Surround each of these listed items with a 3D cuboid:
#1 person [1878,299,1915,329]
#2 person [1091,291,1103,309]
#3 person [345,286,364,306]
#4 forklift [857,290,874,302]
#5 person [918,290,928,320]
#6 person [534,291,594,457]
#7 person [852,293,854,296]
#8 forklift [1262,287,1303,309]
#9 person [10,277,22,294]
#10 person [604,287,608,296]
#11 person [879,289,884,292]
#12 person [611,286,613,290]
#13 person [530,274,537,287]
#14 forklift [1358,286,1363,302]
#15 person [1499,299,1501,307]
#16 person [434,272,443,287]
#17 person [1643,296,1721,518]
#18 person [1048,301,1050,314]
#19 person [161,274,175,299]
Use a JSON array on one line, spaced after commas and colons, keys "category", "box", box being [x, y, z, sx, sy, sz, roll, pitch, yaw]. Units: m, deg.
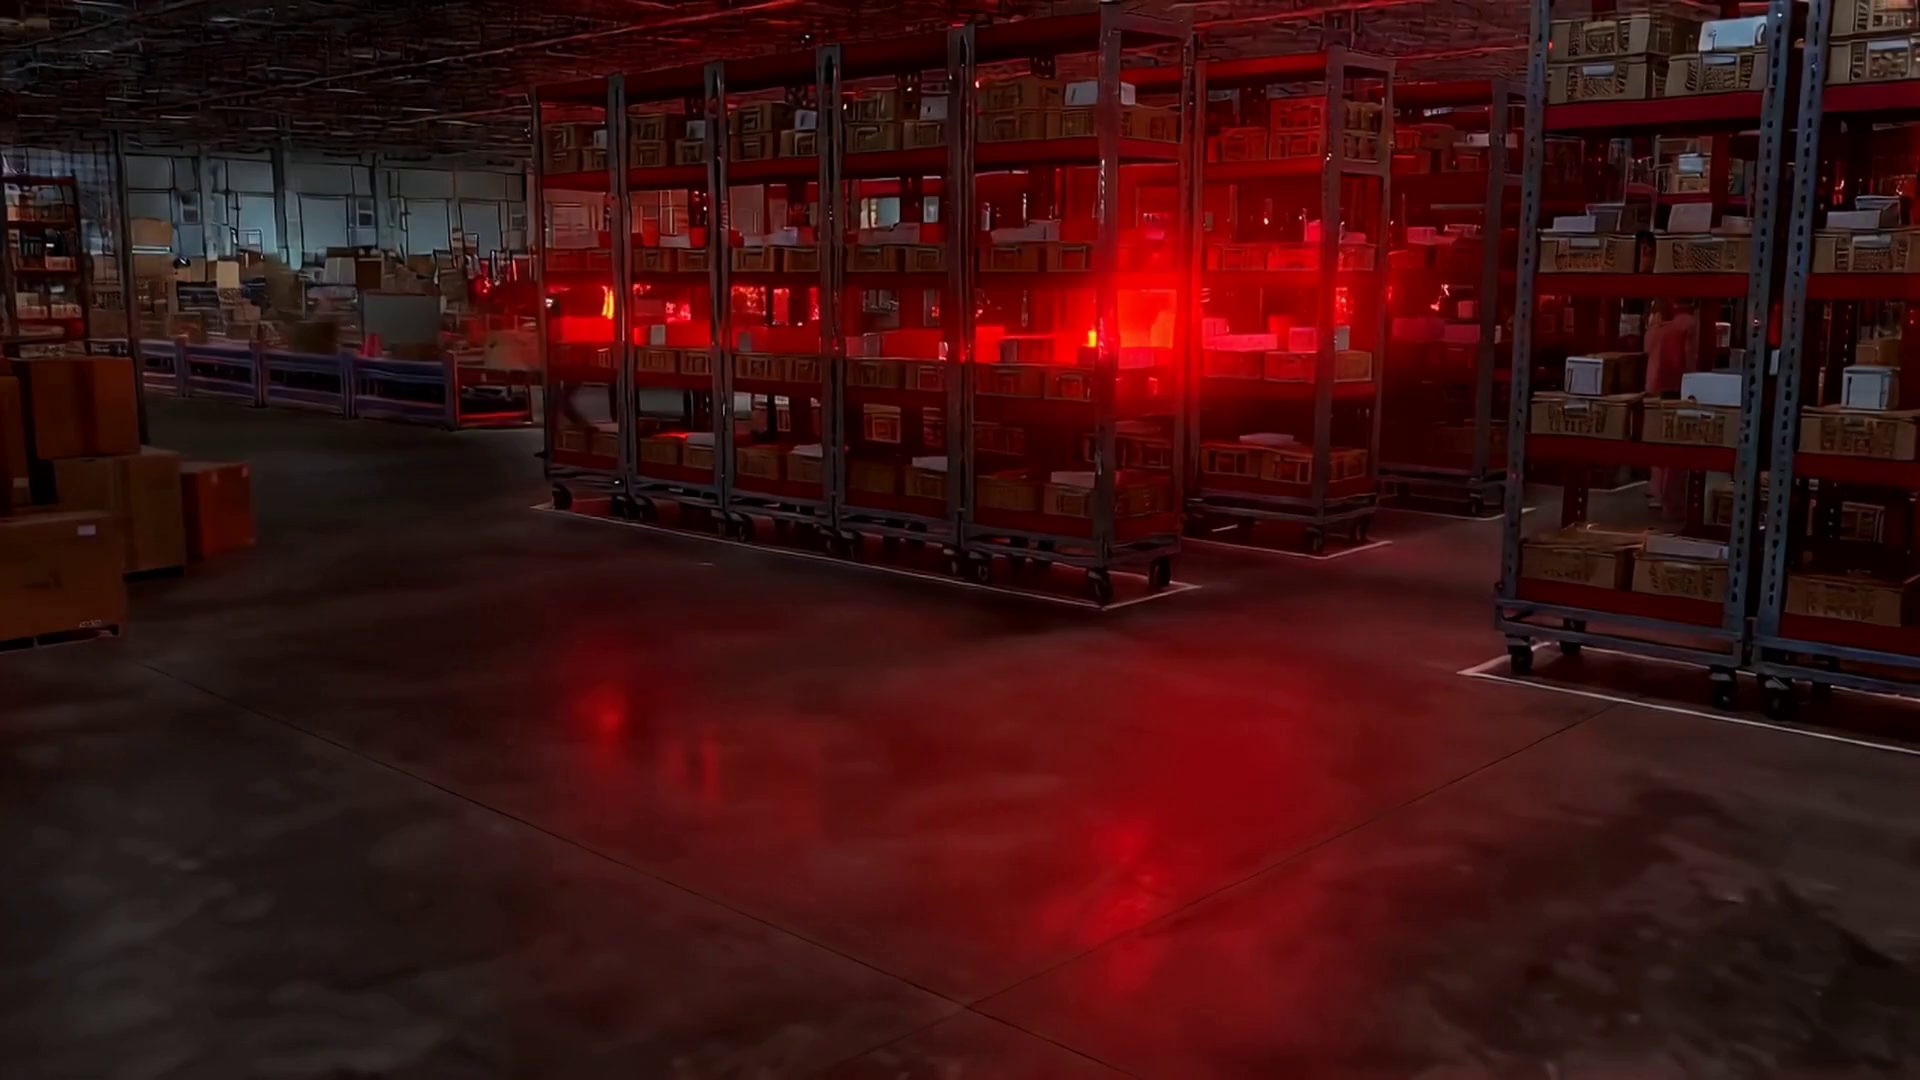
[{"category": "person", "box": [10.191, -1.861, 17.917, 0.607, 2.044, 0.377, 8, 12, 39]}, {"category": "person", "box": [4.332, -7.270, 51.576, 0.680, 1.873, 0.862, -9, 13, -43]}, {"category": "person", "box": [-19.466, -7.609, 53.395, 0.639, 1.968, 0.744, 1, 9, 4]}, {"category": "forklift", "box": [-4.816, -11.506, 74.489, 1.873, 2.768, 1.129, 9, 13, 43]}, {"category": "person", "box": [-1.023, -5.626, 41.705, 0.403, 1.817, 0.601, -4, 10, -24]}, {"category": "person", "box": [-4.368, -1.835, 18.404, 0.706, 1.826, 0.582, -7, 12, -38]}, {"category": "person", "box": [-4.517, -10.253, 70.637, 0.411, 1.619, 0.530, -8, 12, -42]}, {"category": "forklift", "box": [10.769, -8.203, 54.240, 1.129, 2.768, 1.873, 8, 12, 42]}, {"category": "person", "box": [-37.088, -9.514, 65.410, 0.583, 1.861, 0.790, -2, 9, -12]}, {"category": "person", "box": [-13.444, -9.191, 63.984, 0.659, 1.682, 0.340, 1, 9, 8]}, {"category": "person", "box": [-3.657, -11.264, 75.890, 0.372, 1.939, 0.631, -1, 9, -7]}, {"category": "person", "box": [-12.745, -8.914, 61.195, 0.472, 2.031, 0.632, -8, 13, -42]}, {"category": "person", "box": [-20.782, -11.996, 80.811, 0.998, 1.817, 0.575, 8, 12, 39]}, {"category": "forklift", "box": [11.100, -7.017, 46.970, 1.873, 2.768, 1.129, 9, 13, 43]}, {"category": "person", "box": [10.637, -4.066, 32.136, 0.616, 1.815, 0.480, 9, 13, 44]}, {"category": "person", "box": [-19.453, -9.041, 62.261, 0.356, 1.937, 0.552, -8, 12, -39]}, {"category": "person", "box": [5.985, -1.172, 13.853, 0.609, 1.991, 0.384, 3, 10, 17]}, {"category": "person", "box": [1.222, -2.630, 23.623, 0.893, 1.720, 0.535, -6, 11, -34]}, {"category": "person", "box": [-35.499, -11.014, 74.638, 0.582, 1.846, 0.910, -3, 10, -17]}]
